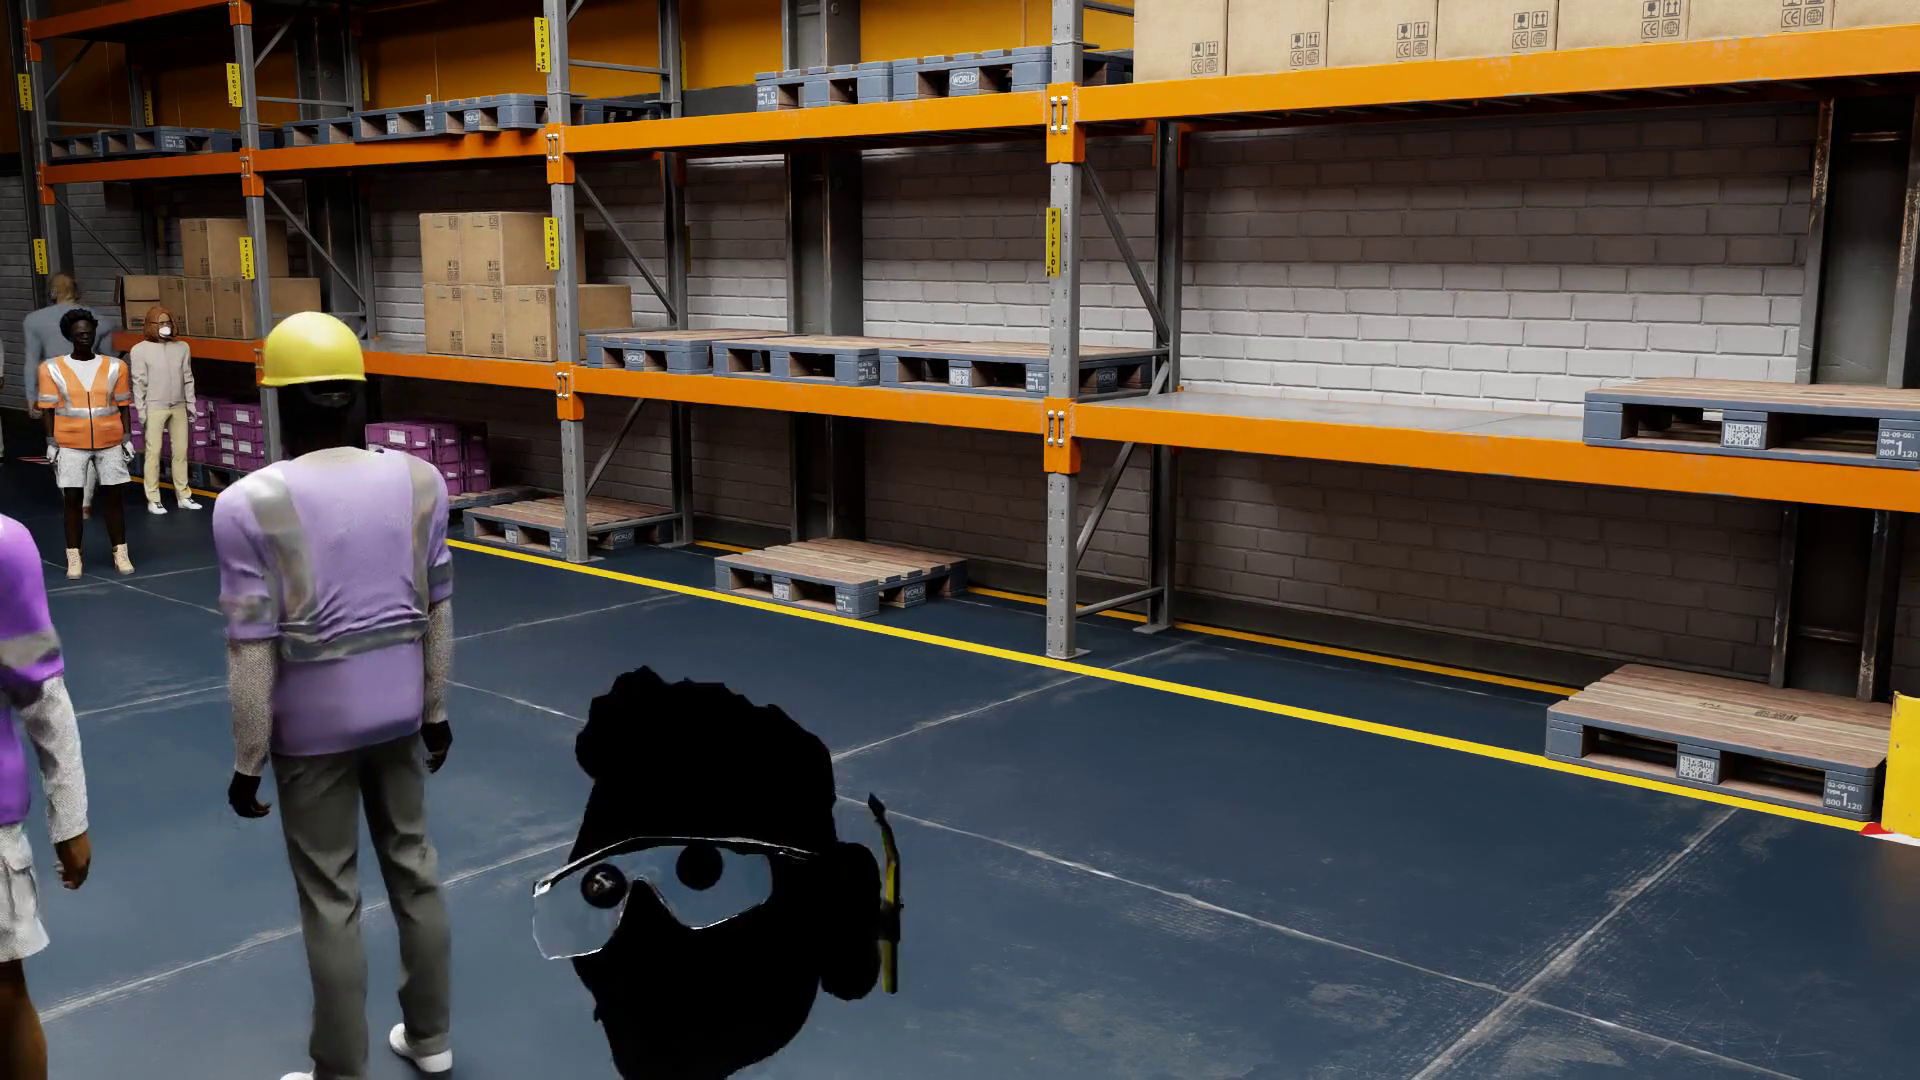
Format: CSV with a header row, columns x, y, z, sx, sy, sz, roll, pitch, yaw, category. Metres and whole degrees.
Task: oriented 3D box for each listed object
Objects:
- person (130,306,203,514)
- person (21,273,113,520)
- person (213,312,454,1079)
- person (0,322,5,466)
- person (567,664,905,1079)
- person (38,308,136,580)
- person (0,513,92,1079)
x,y,z,sx,sy,sz,roll,pitch,yaw,category
-6.238,-1.016,13.061,0.284,1.626,0.493,6,12,32,person
-6.892,-1.113,12.889,0.641,1.869,0.992,-6,12,-30,person
-1.485,0.423,3.998,0.379,1.925,0.592,8,13,37,person
-9.331,-1.579,15.683,0.404,1.827,0.586,9,14,43,person
-0.199,0.971,1.120,0.502,1.841,0.792,-8,13,-39,person
-5.493,-0.605,10.497,0.538,1.700,0.317,-7,12,-34,person
-2.091,0.549,3.363,0.620,1.906,0.522,-4,11,-19,person
